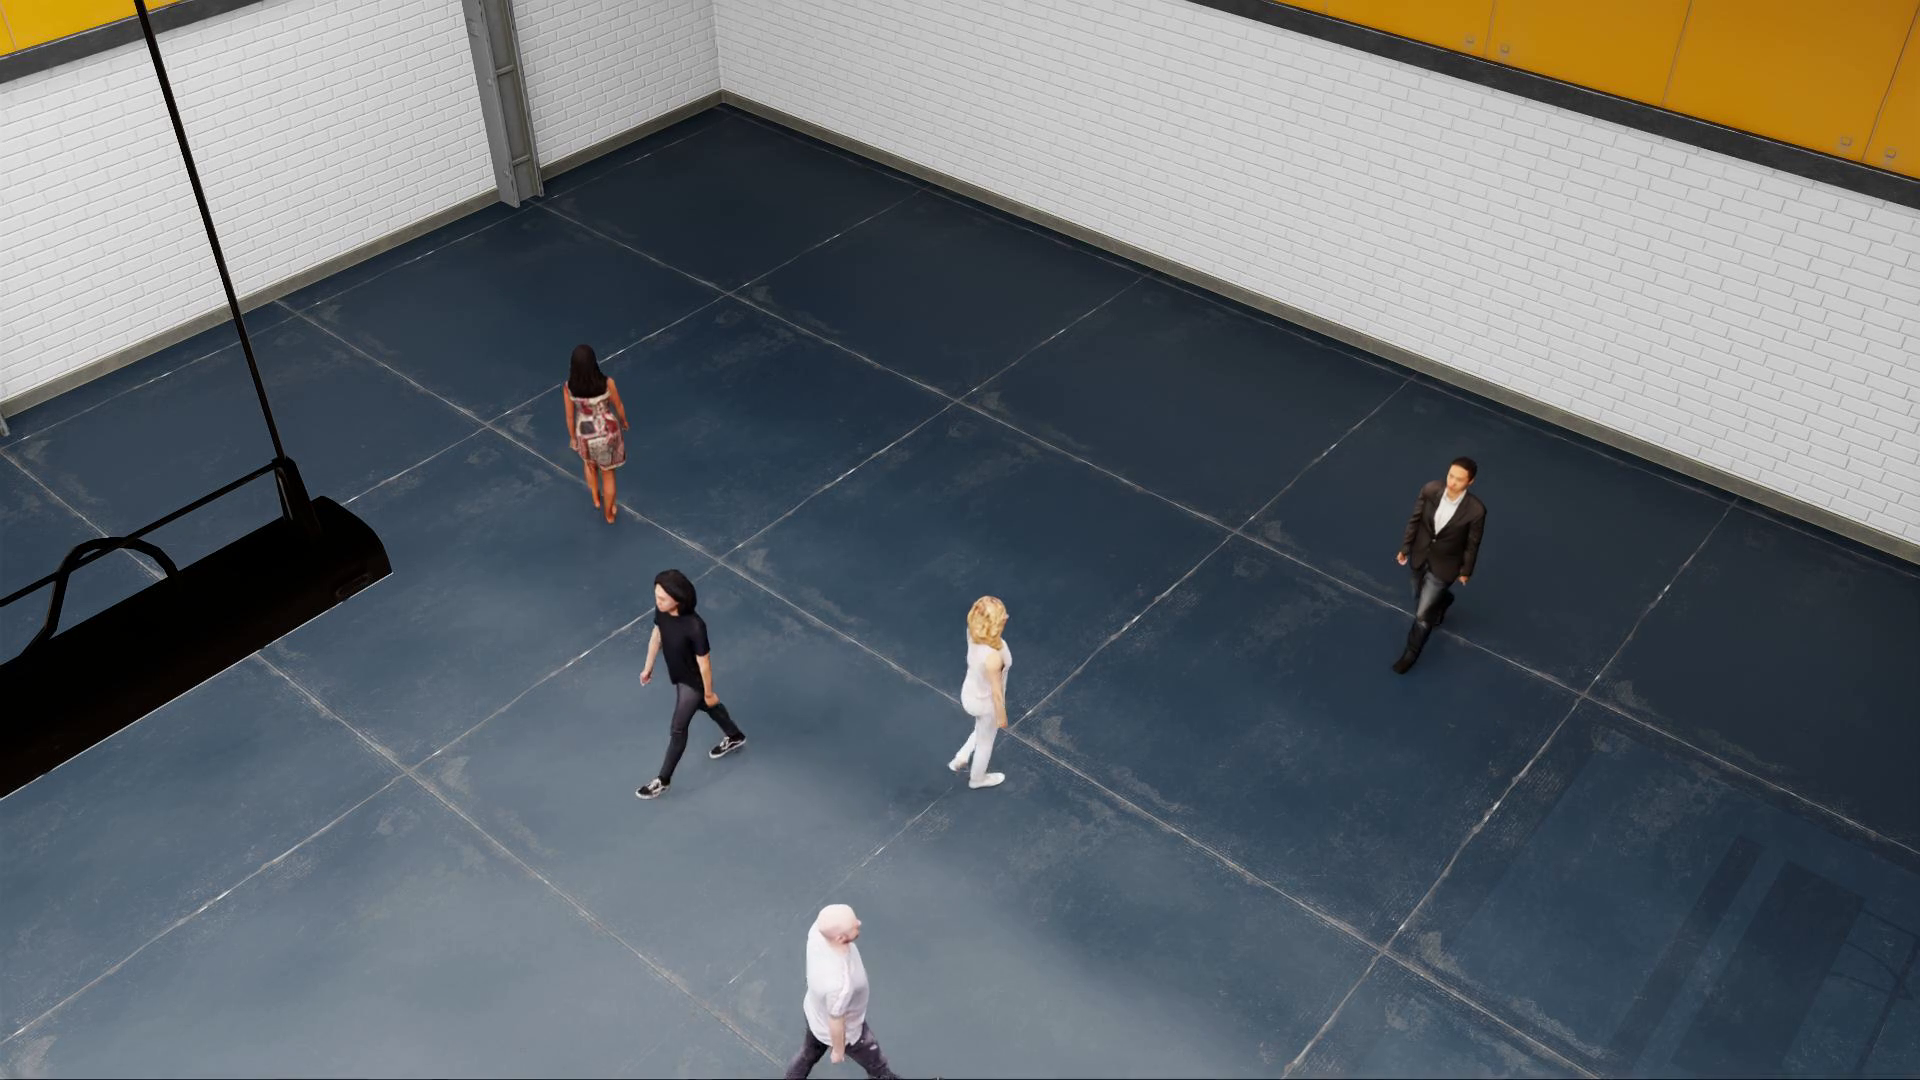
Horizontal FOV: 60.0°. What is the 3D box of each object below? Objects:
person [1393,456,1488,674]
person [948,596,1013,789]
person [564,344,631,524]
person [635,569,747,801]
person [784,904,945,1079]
[{"bbox_3d":[3.494,0.098,12.055,1.099,1.776,0.754,-31,48,-33],"label":"person"},{"bbox_3d":[0.082,1.035,10.974,0.779,1.662,0.740,-12,40,-15],"label":"person"},{"bbox_3d":[-2.902,-0.809,13.305,0.782,1.634,0.841,-3,39,-3],"label":"person"},{"bbox_3d":[-1.744,0.858,11.091,1.191,1.791,0.844,-25,45,-28],"label":"person"},{"bbox_3d":[-0.747,2.583,8.937,1.300,1.783,1.103,-11,40,-14],"label":"person"}]
